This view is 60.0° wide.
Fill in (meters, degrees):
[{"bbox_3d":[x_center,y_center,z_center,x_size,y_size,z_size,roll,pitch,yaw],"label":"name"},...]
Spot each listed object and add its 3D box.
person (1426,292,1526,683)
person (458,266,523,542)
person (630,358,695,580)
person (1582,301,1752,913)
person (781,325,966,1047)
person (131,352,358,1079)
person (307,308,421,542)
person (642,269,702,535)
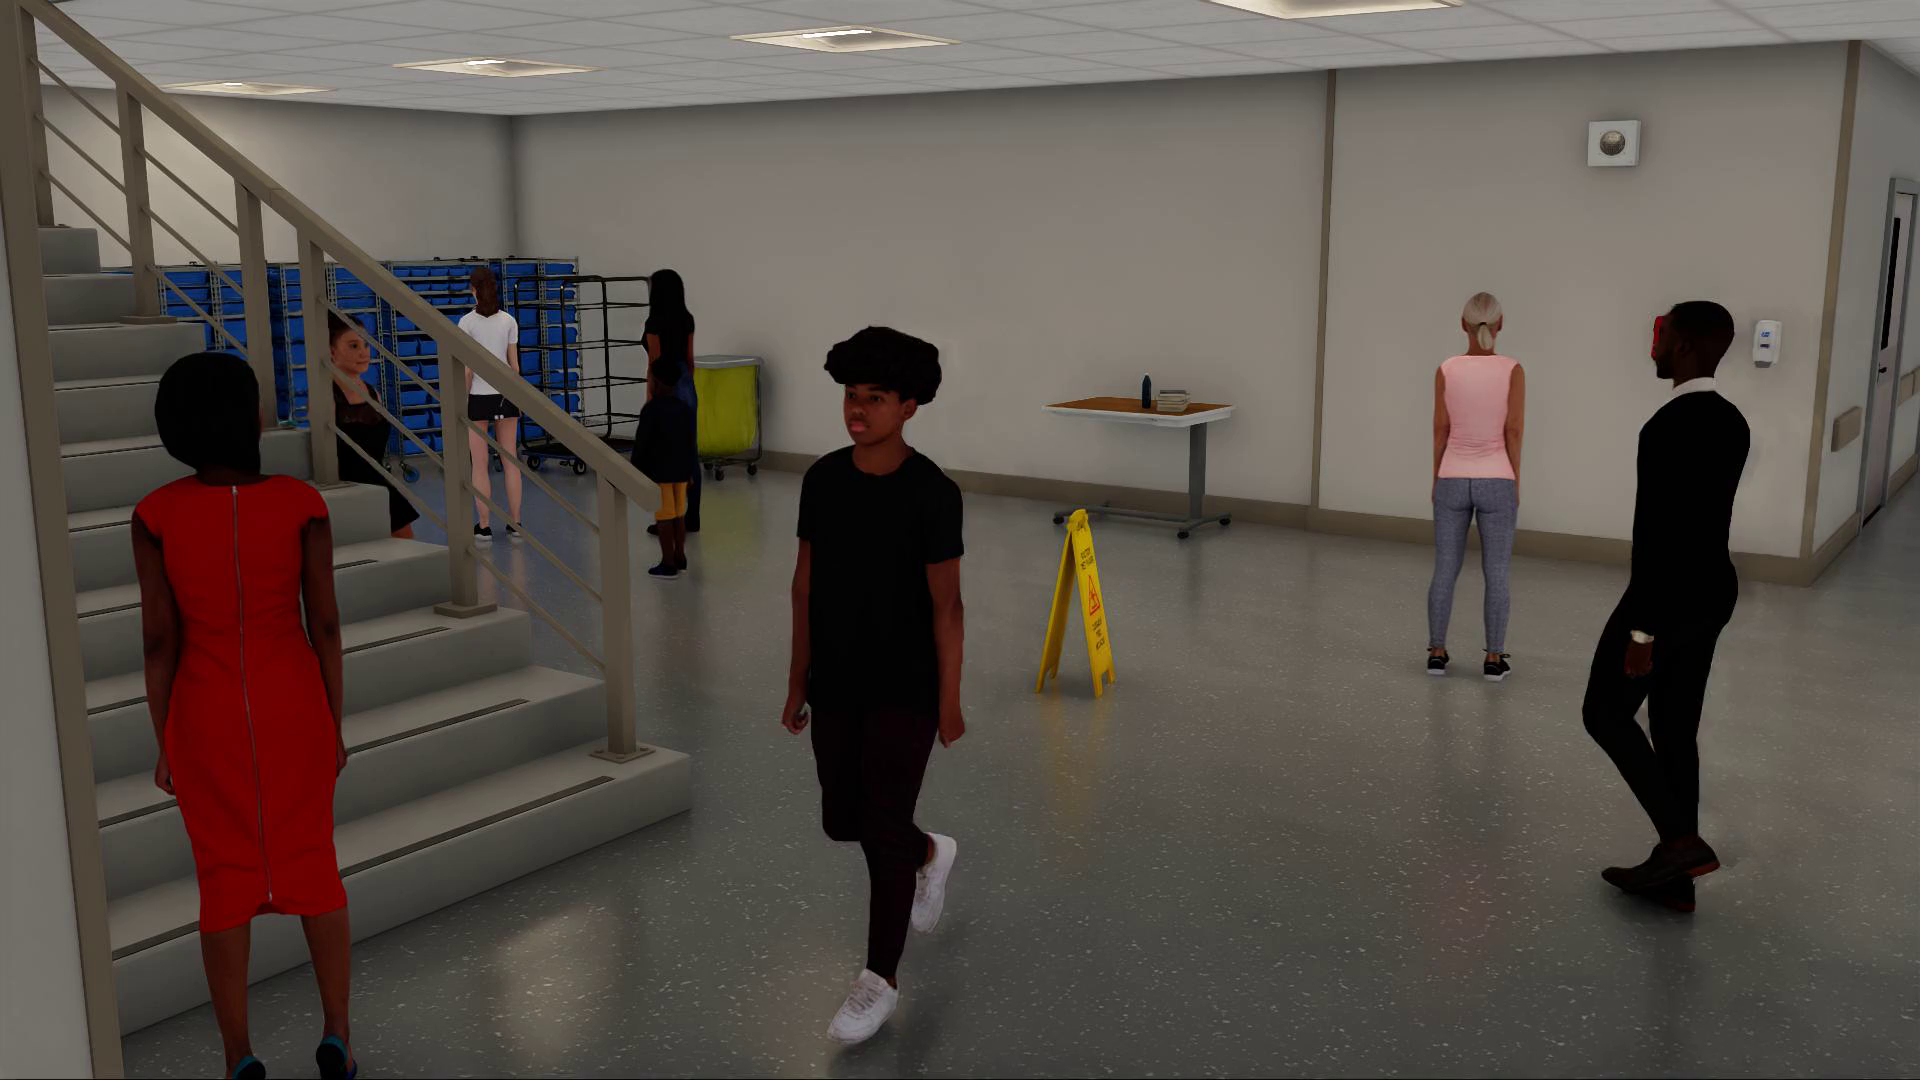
[{"bbox_3d":[2.305,-0.238,7.439,0.476,1.720,0.628,5,12,27],"label":"person"},{"bbox_3d":[-3.037,-0.882,10.749,0.636,1.752,0.640,-8,14,-37],"label":"person"},{"bbox_3d":[-1.661,-0.405,9.540,0.525,1.265,0.514,8,13,36],"label":"person"},{"bbox_3d":[2.155,0.224,4.798,0.742,1.798,0.726,-9,14,-38],"label":"person"},{"bbox_3d":[-0.180,0.337,4.306,0.954,1.759,0.695,7,13,31],"label":"person"},{"bbox_3d":[-1.602,0.448,3.764,0.641,1.743,0.656,-5,12,-25],"label":"person"},{"bbox_3d":[-2.588,-0.111,6.941,0.845,1.657,0.678,4,12,22],"label":"person"},{"bbox_3d":[-1.881,-0.906,10.906,0.530,1.740,0.556,8,14,37],"label":"person"}]
